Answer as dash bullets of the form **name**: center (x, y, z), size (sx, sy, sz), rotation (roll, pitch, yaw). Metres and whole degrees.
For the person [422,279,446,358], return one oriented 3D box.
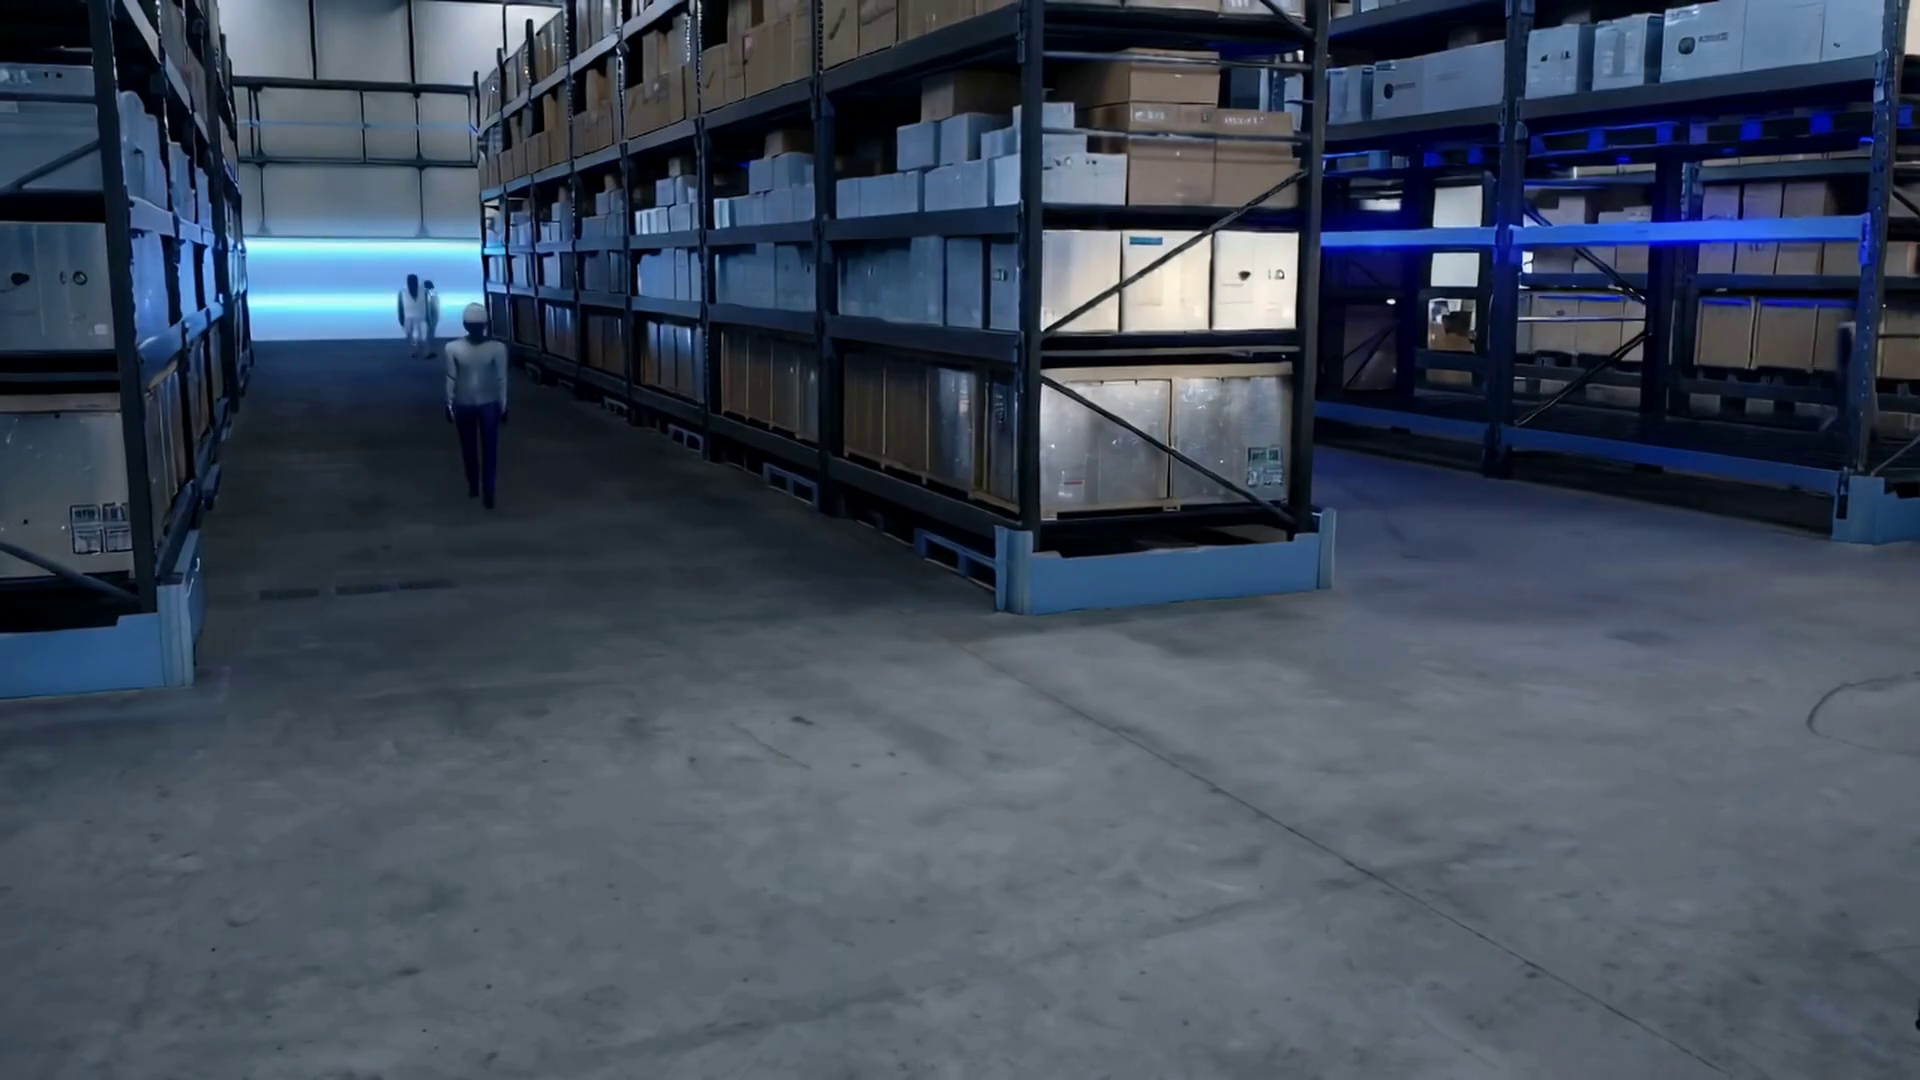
- **person**: center (-11.457, -4.809, 36.173), size (0.462, 1.712, 0.592), rotation (-2, 10, -14)

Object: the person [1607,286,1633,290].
- **person**: center (13.714, -4.662, 34.574), size (0.388, 1.949, 0.602), rotation (-8, 12, -40)

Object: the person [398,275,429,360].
- **person**: center (-11.548, -4.696, 35.225), size (0.638, 1.800, 0.879), rotation (-4, 10, -25)

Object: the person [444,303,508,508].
- **person**: center (-4.157, -1.179, 14.337), size (0.522, 1.734, 0.801), rotation (-2, 10, -13)

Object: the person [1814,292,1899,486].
- **person**: center (8.425, -1.443, 15.742), size (0.582, 1.809, 0.940), rotation (-5, 11, -27)
